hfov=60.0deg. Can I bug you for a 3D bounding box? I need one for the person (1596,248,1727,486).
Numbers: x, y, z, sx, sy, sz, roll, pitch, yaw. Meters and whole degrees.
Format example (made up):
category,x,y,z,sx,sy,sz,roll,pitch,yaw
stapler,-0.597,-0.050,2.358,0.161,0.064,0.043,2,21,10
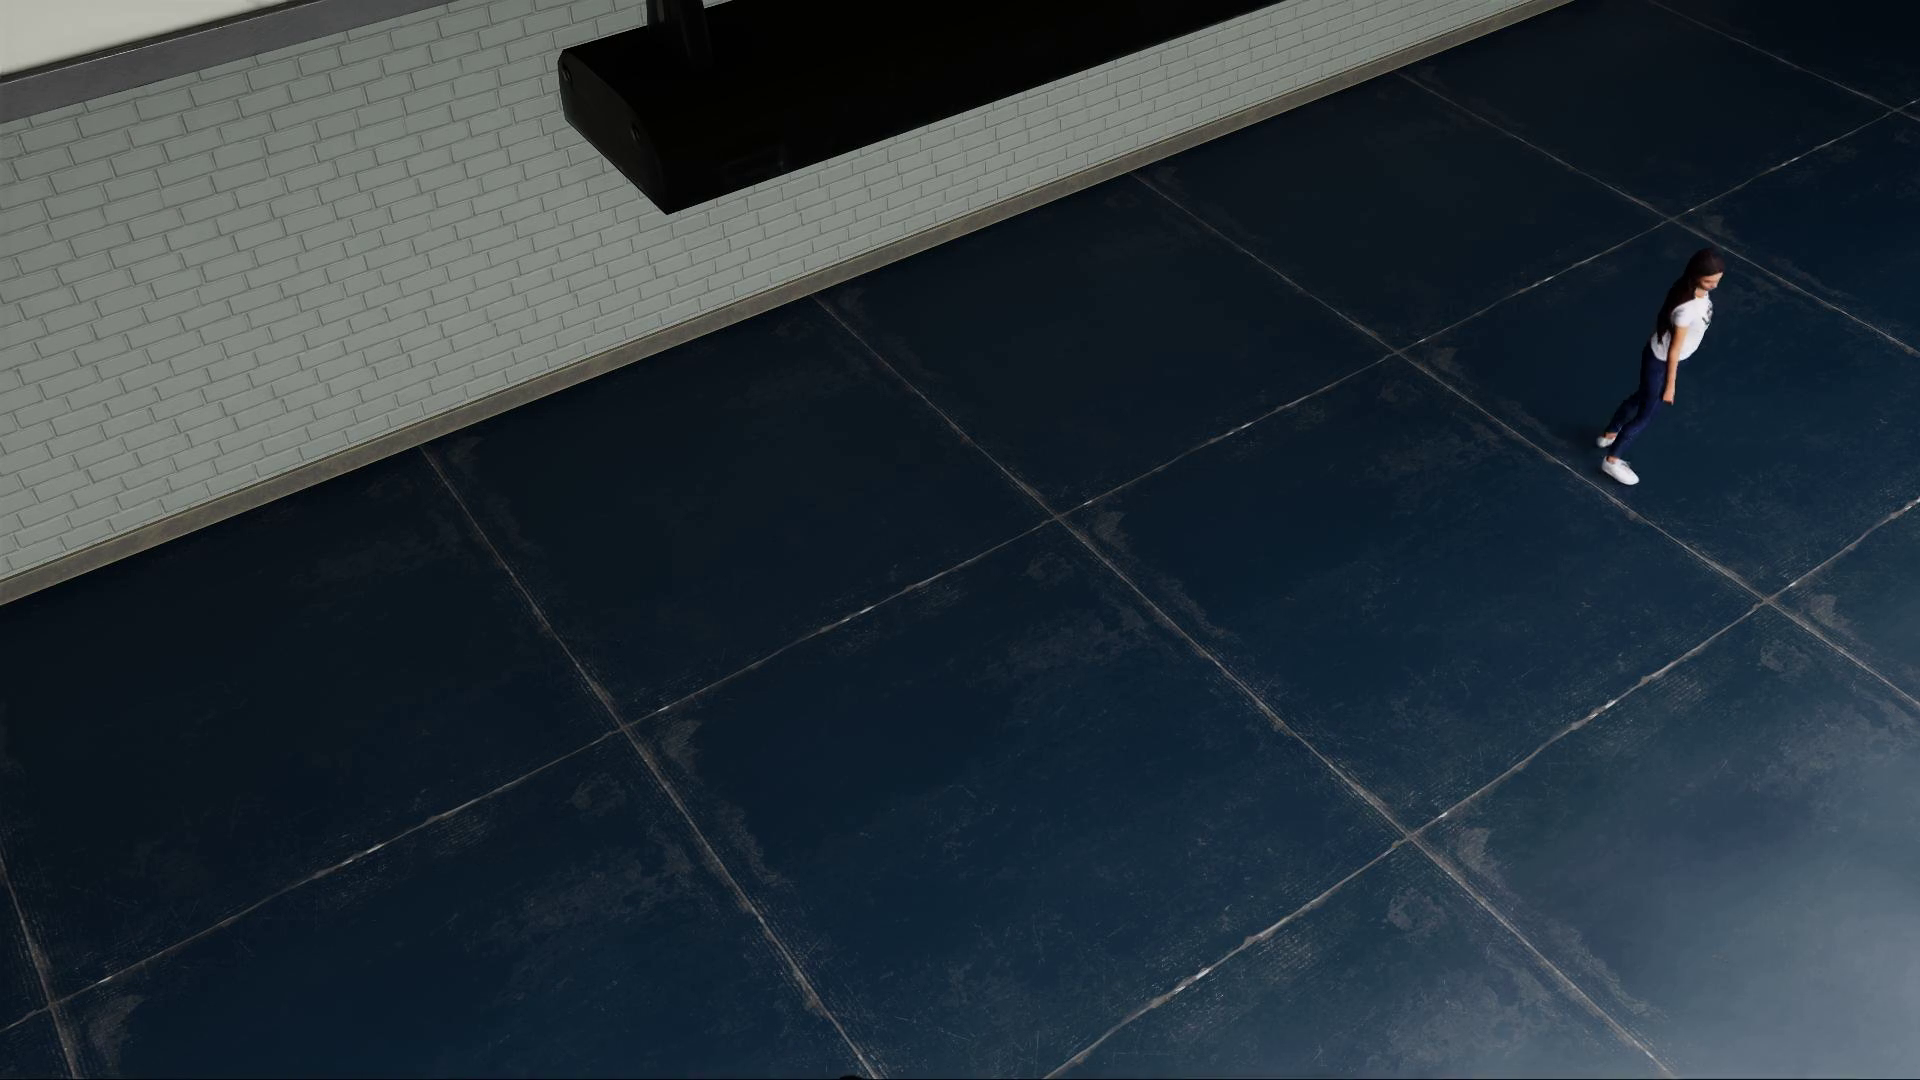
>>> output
category,x,y,z,sx,sy,sz,roll,pitch,yaw
person,4.220,-1.081,10.116,0.857,1.749,0.879,7,44,8
